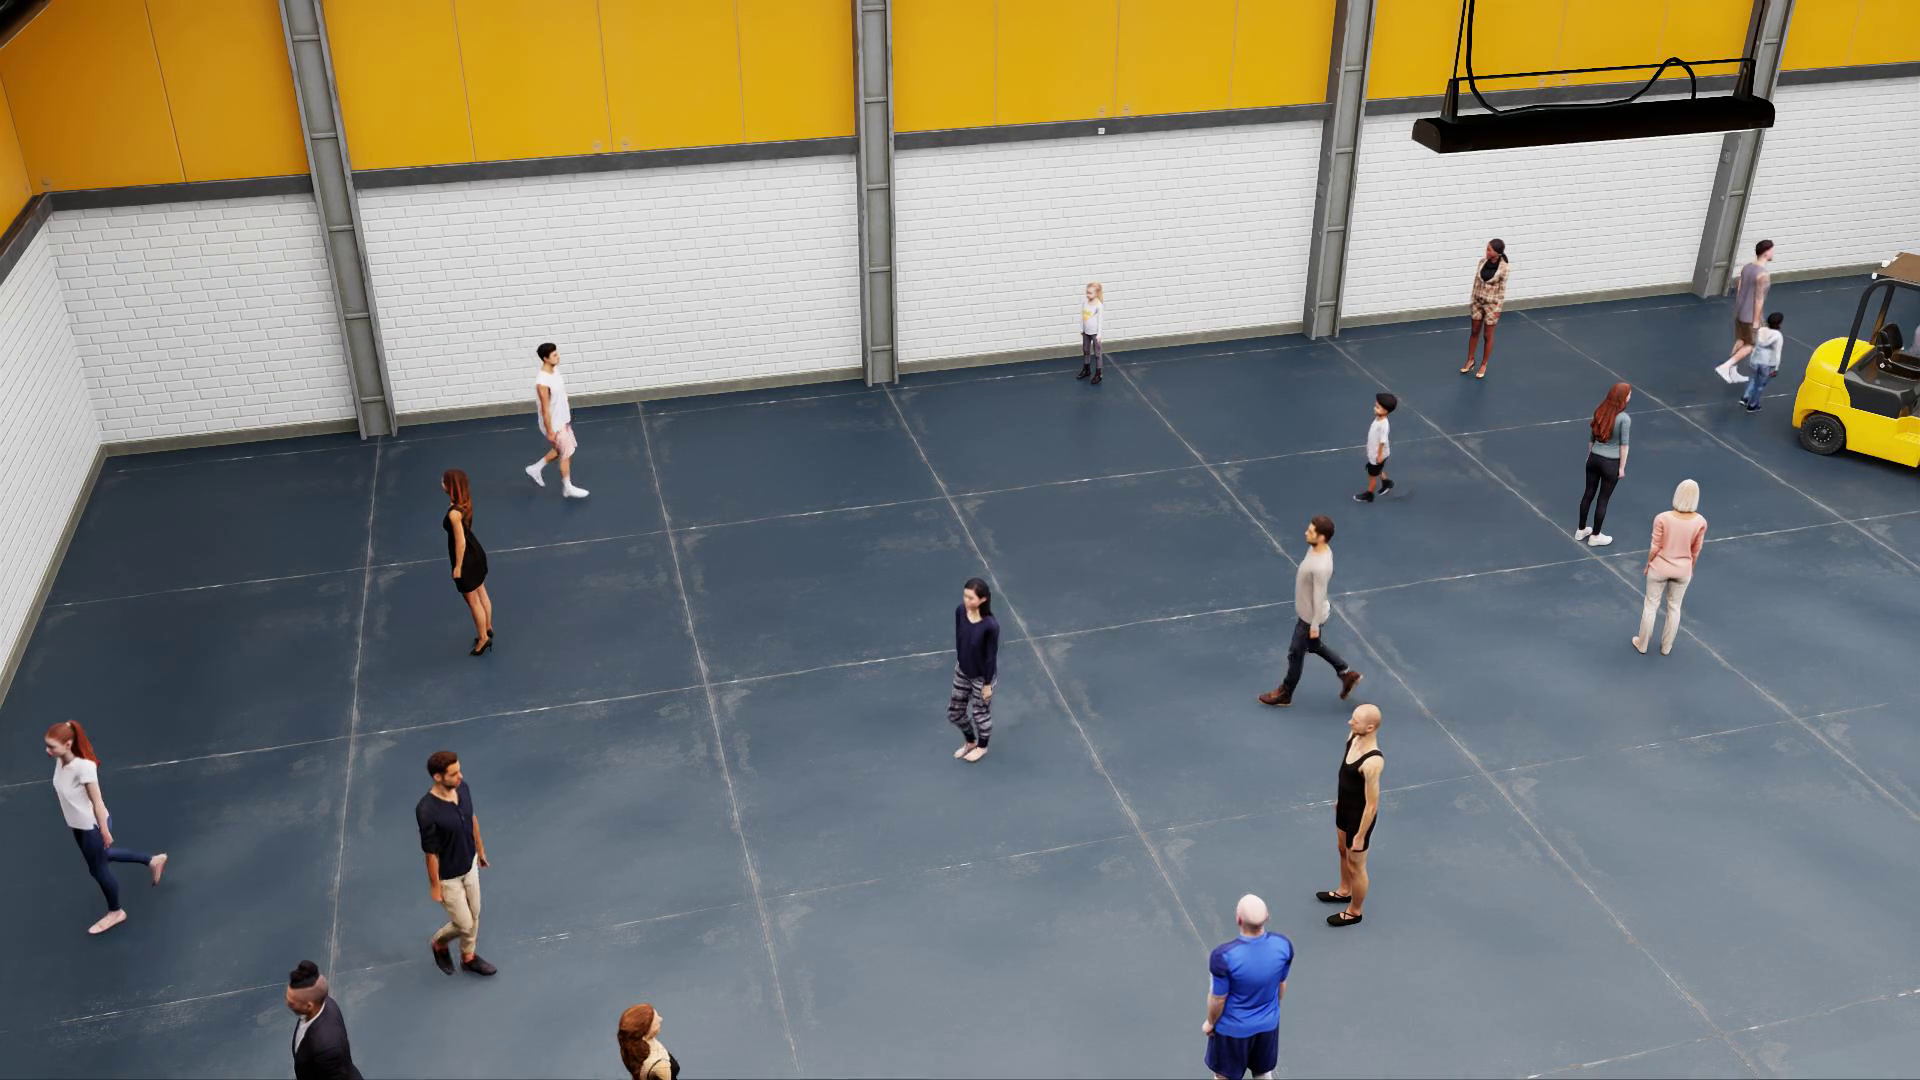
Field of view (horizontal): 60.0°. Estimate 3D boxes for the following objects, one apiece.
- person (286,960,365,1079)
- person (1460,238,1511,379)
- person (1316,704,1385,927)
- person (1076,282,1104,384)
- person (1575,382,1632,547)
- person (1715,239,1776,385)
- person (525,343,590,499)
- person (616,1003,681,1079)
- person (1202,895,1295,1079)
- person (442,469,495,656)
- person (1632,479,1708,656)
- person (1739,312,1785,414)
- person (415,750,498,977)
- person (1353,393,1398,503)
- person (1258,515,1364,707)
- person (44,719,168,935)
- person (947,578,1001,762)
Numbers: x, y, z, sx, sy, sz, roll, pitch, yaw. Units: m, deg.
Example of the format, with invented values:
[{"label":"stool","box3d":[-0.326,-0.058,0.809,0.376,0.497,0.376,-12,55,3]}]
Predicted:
[{"label":"person","box3d":[-3.508,3.119,9.375,0.681,1.959,0.759,-15,32,-25]},{"label":"person","box3d":[6.507,-2.880,20.546,0.672,1.793,0.662,-22,35,-34]},{"label":"person","box3d":[2.795,1.926,11.713,0.558,1.815,0.688,-2,29,-4]},{"label":"person","box3d":[1.639,-2.581,20.539,0.596,1.275,0.561,-25,37,-38]},{"label":"person","box3d":[6.485,-0.774,16.738,0.610,1.742,0.643,-16,32,-27]},{"label":"person","box3d":[9.495,-2.738,20.169,0.783,1.834,0.697,-4,29,-7]},{"label":"person","box3d":[-4.360,-1.261,17.603,0.988,1.770,0.789,0,29,0]},{"label":"person","box3d":[-1.792,3.283,9.442,0.916,1.607,0.741,-19,34,-31]},{"label":"person","box3d":[1.707,2.870,9.958,0.494,1.838,0.723,-8,30,-14]},{"label":"person","box3d":[-4.400,0.195,14.865,0.607,1.834,0.637,0,29,0]},{"label":"person","box3d":[6.361,0.248,14.891,0.605,1.718,0.737,5,29,9]},{"label":"person","box3d":[9.463,-2.084,19.655,0.560,1.249,0.516,-14,32,-24]},{"label":"person","box3d":[-3.479,2.190,11.203,0.888,1.839,0.833,12,31,21]},{"label":"person","box3d":[4.487,-0.980,17.625,0.722,1.255,0.597,1,29,2]},{"label":"person","box3d":[3.051,0.637,14.044,1.192,1.846,0.920,2,29,4]},{"label":"person","box3d":[-6.045,1.959,11.749,0.841,1.722,0.986,25,37,37]},{"label":"person","box3d":[0.186,1.021,13.466,0.751,1.725,0.782,25,37,37]}]
